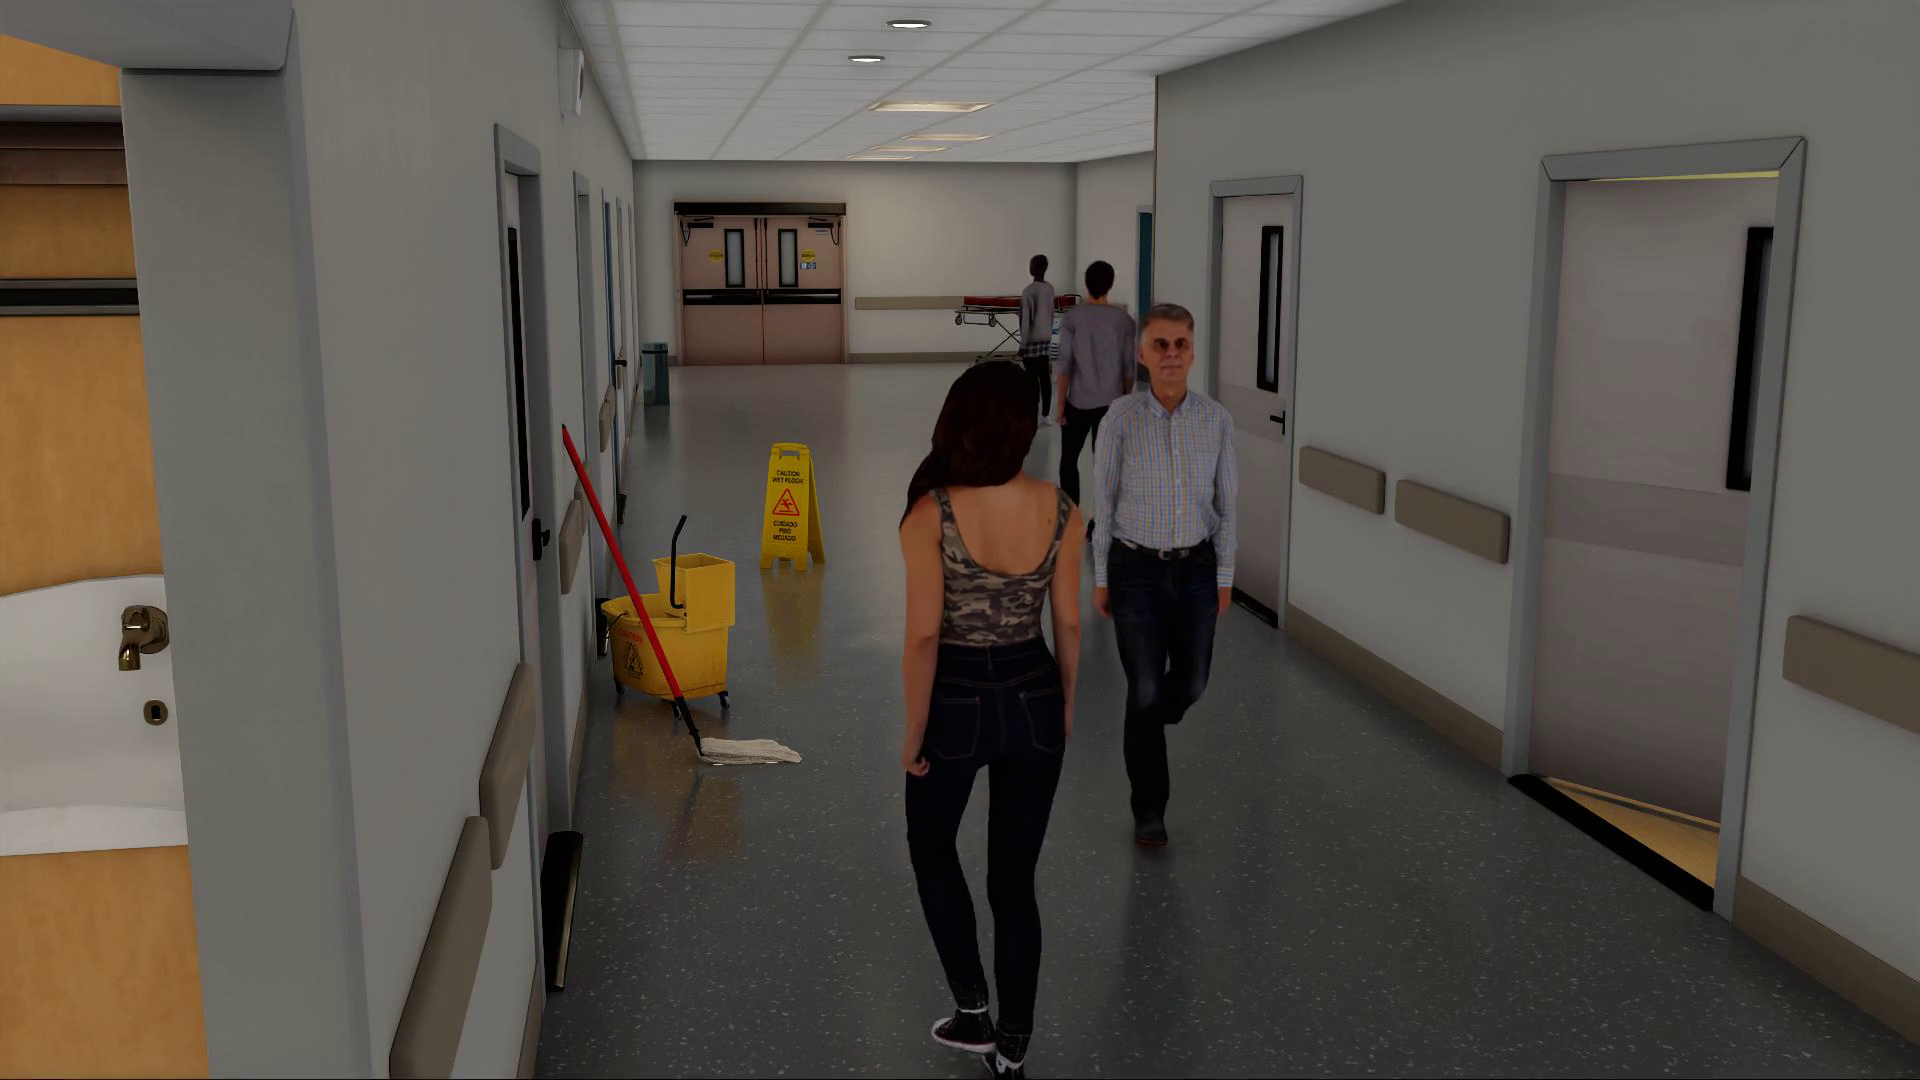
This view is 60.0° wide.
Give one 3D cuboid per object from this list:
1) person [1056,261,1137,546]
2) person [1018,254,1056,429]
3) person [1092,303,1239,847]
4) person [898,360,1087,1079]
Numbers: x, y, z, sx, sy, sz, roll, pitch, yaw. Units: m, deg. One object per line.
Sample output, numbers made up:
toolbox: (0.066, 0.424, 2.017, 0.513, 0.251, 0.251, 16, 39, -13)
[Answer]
person: (0.881, -0.858, 10.699, 0.707, 1.827, 0.681, -1, 11, -5)
person: (0.803, -2.055, 17.156, 0.738, 1.770, 0.696, 9, 14, 39)
person: (0.690, 0.097, 5.736, 0.729, 1.801, 1.087, -1, 11, -3)
person: (0.103, 0.477, 3.856, 0.636, 1.754, 0.649, -3, 11, -15)
